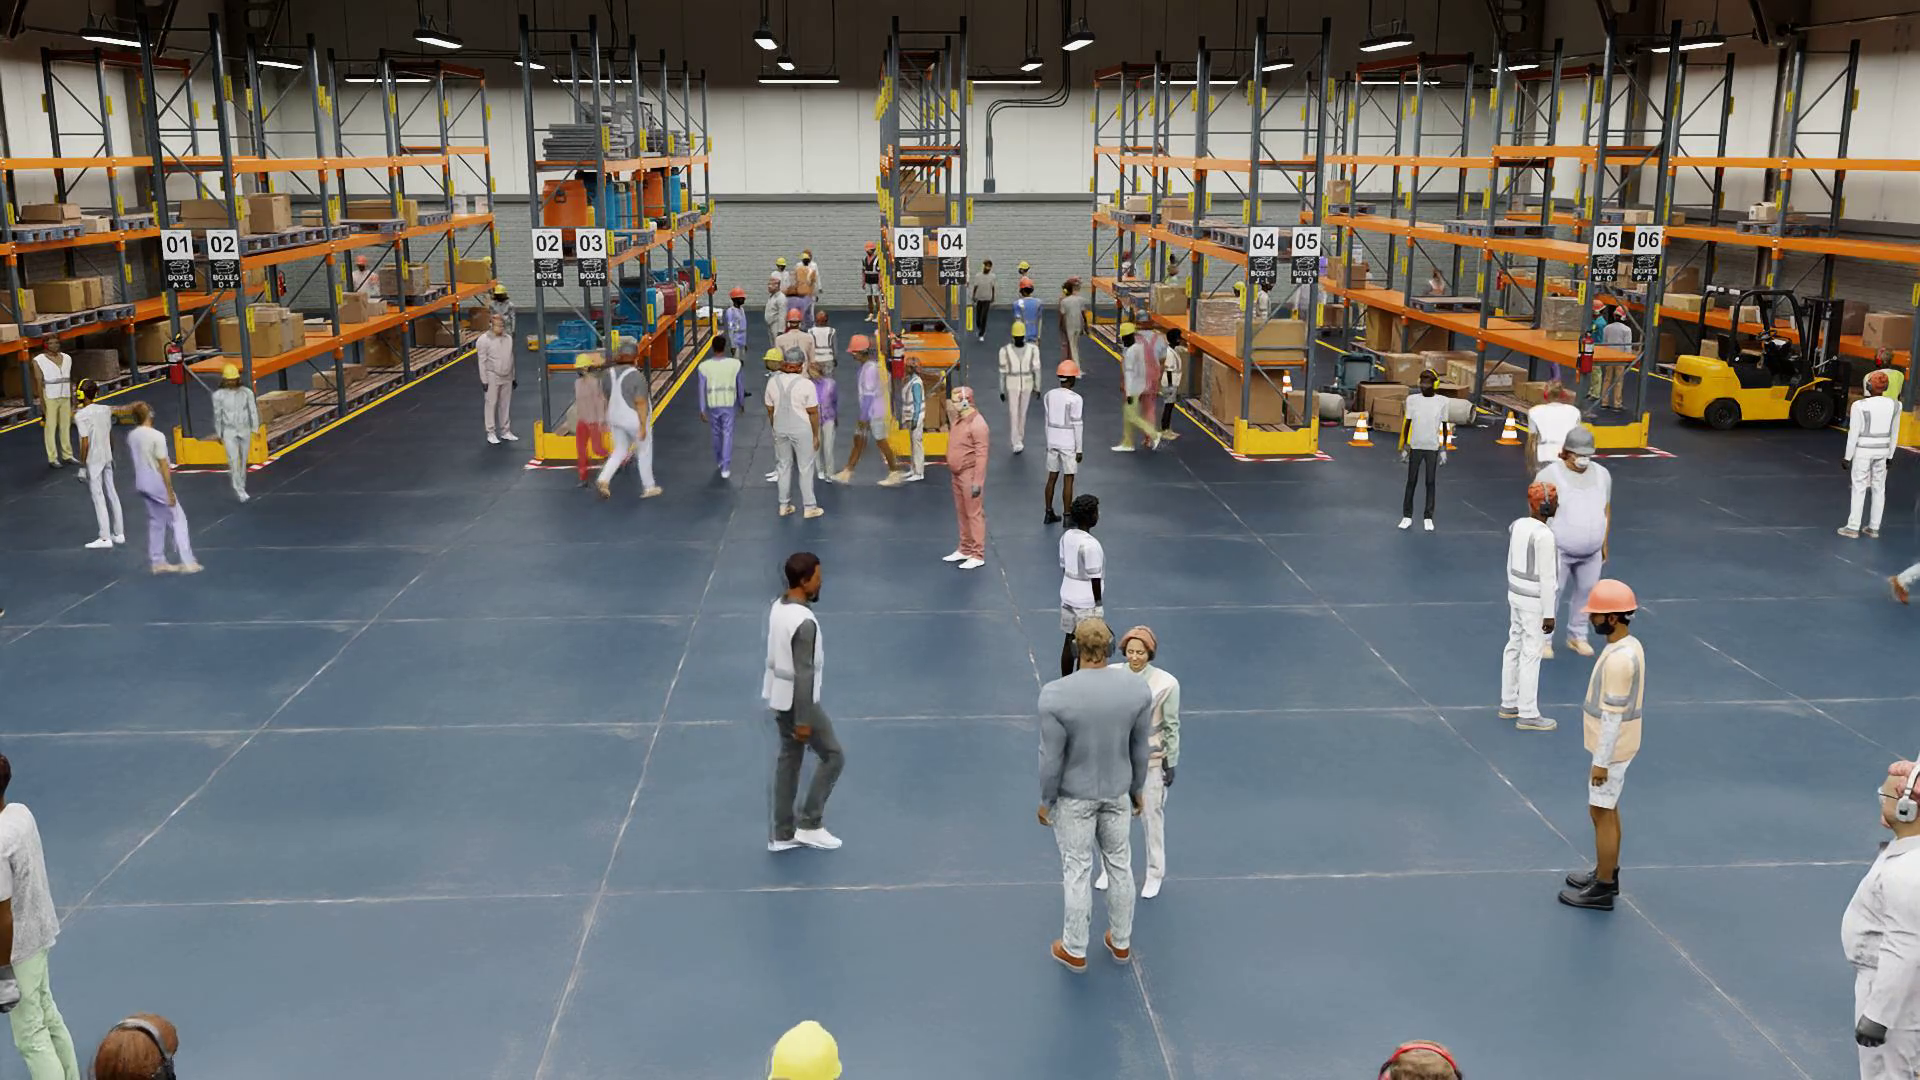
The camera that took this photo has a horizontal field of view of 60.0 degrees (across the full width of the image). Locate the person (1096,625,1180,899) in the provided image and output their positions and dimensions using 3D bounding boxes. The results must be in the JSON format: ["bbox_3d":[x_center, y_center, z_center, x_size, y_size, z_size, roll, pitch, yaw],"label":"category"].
[{"bbox_3d":[1.029,1.285,9.710,0.520,1.632,0.312,7,15,26],"label":"person"}]

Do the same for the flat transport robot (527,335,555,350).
[{"bbox_3d":[-9.130,-4.335,36.424,0.652,0.197,1.431,-4,14,-14],"label":"flat transport robot"}]

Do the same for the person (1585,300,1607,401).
[{"bbox_3d":[10.970,-3.273,28.767,0.338,1.742,0.562,3,14,12],"label":"person"}]

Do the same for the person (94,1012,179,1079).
[{"bbox_3d":[-2.414,2.295,5.017,0.627,1.829,0.468,0,13,-1],"label":"person"}]

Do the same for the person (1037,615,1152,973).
[{"bbox_3d":[0.697,1.345,8.800,0.629,1.934,0.376,-4,14,-17],"label":"person"}]

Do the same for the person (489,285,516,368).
[{"bbox_3d":[-8.792,-4.028,31.968,0.492,1.742,0.324,0,13,-2],"label":"person"}]

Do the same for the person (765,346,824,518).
[{"bbox_3d":[-1.927,-1.290,19.730,0.684,2.000,0.538,6,15,25],"label":"person"}]

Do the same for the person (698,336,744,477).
[{"bbox_3d":[-3.198,-1.825,22.389,0.593,1.861,0.980,-1,13,-3],"label":"person"}]

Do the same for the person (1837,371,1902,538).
[{"bbox_3d":[10.193,-0.953,18.644,0.573,1.883,0.356,-1,13,-4],"label":"person"}]

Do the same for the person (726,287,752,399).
[{"bbox_3d":[-3.874,-3.454,29.107,0.342,1.941,0.551,4,14,16],"label":"person"}]

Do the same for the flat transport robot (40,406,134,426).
[{"bbox_3d":[-13.784,-1.984,26.465,1.431,0.197,0.652,-4,14,-18],"label":"flat transport robot"}]

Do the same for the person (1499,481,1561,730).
[{"bbox_3d":[4.318,0.488,12.540,0.355,1.883,0.573,-2,13,-8],"label":"person"}]

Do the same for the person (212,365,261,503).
[{"bbox_3d":[-8.902,-1.308,20.553,0.494,1.695,0.900,-11,17,-39],"label":"person"}]

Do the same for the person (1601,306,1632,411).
[{"bbox_3d":[10.945,-3.024,27.690,0.323,1.752,0.562,-7,15,-28],"label":"person"}]

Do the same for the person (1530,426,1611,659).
[{"bbox_3d":[5.224,0.017,14.196,0.690,2.000,0.535,-2,13,-8],"label":"person"}]

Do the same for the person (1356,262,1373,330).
[{"bbox_3d":[9.694,-5.864,39.980,0.499,1.633,0.286,-10,16,-35],"label":"person"}]

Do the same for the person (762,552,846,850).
[{"bbox_3d":[-0.939,1.002,10.298,0.569,1.901,0.606,-6,14,-23],"label":"person"}]

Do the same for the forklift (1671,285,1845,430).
[{"bbox_3d":[12.503,-2.886,26.166,2.313,2.155,1.214,-1,13,-3],"label":"forklift"}]

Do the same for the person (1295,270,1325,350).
[{"bbox_3d":[7.616,-5.023,36.069,0.606,1.795,0.619,10,17,37],"label":"person"}]

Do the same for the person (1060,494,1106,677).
[{"bbox_3d":[0.963,0.477,12.983,0.318,1.697,0.533,-6,15,-25],"label":"person"}]

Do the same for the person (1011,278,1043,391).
[{"bbox_3d":[1.187,-3.665,29.786,0.605,2.045,0.379,-8,16,-31],"label":"person"}]

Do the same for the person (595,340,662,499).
[{"bbox_3d":[-4.155,-1.503,20.634,0.688,2.000,0.843,8,16,31],"label":"person"}]

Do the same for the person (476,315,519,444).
[{"bbox_3d":[-6.843,-2.392,24.707,0.402,1.901,0.638,9,16,34],"label":"person"}]

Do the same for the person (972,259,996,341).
[{"bbox_3d":[0.537,-5.457,37.796,0.553,1.842,0.527,-1,13,-3],"label":"person"}]

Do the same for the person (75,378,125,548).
[{"bbox_3d":[-9.453,-0.842,18.196,0.326,1.874,0.517,3,14,12],"label":"person"}]

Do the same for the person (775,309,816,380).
[{"bbox_3d":[-2.426,-2.416,24.602,0.609,1.995,0.376,-4,14,-16],"label":"person"}]

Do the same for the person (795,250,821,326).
[{"bbox_3d":[-3.744,-6.182,40.806,0.618,1.873,0.363,-8,16,-31],"label":"person"}]

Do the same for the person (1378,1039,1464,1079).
[{"bbox_3d":[1.330,2.305,4.948,0.560,1.836,0.391,3,14,14],"label":"person"}]

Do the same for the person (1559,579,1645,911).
[{"bbox_3d":[3.706,1.169,9.569,0.383,1.926,0.550,6,15,24],"label":"person"}]

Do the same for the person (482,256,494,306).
[{"bbox_3d":[-11.277,-5.902,39.862,0.324,1.767,0.533,-9,16,-33],"label":"person"}]

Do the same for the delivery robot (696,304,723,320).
[{"bbox_3d":[-6.179,-5.547,40.750,0.707,0.478,0.477,-9,16,-35],"label":"delivery robot"}]

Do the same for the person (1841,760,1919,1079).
[{"bbox_3d":[3.820,1.824,6.830,0.401,1.906,0.649,12,18,41],"label":"person"}]

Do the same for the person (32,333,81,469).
[{"bbox_3d":[-12.399,-1.921,22.820,0.395,1.847,0.564,5,14,21],"label":"person"}]
